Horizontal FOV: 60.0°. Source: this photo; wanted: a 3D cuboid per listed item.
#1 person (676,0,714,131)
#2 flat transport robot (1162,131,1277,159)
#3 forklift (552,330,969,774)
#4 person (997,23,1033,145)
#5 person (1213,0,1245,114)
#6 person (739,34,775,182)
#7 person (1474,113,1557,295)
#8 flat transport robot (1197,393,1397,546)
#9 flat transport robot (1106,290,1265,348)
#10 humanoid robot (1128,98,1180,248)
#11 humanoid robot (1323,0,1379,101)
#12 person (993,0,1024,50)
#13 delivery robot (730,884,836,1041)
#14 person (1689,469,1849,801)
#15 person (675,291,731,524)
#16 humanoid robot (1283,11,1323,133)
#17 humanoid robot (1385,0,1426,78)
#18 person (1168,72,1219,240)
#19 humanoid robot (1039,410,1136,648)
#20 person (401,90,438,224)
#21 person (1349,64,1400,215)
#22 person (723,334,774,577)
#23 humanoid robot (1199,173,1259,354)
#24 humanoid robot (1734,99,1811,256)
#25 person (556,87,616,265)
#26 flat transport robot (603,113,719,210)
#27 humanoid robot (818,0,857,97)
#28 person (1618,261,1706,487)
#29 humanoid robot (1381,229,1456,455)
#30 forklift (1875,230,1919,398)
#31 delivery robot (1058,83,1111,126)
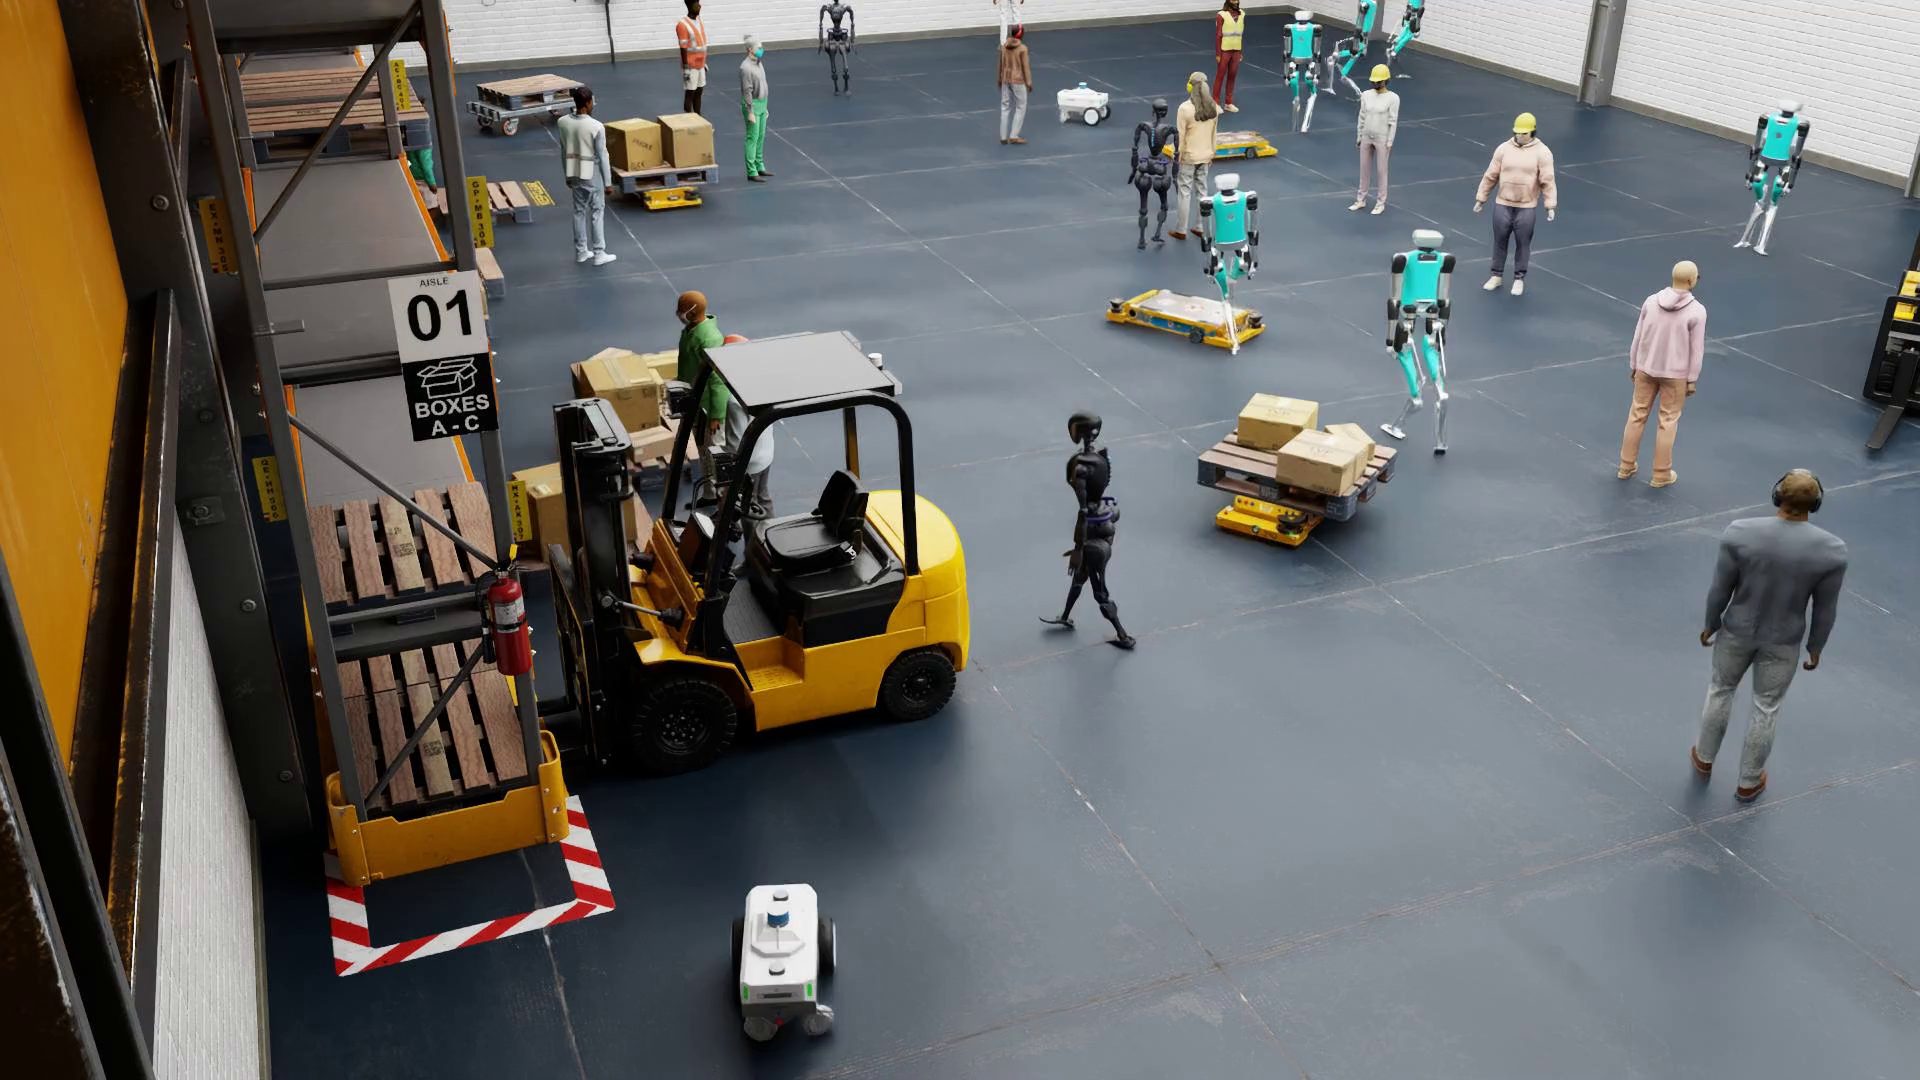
[{"bbox_3d":[-3.742,-6.720,23.466,0.374,1.966,0.605,10,28,19],"label":"person"},{"bbox_3d":[3.528,-5.347,22.622,1.431,0.231,0.659,-8,28,-16],"label":"flat transport robot"},{"bbox_3d":[-1.094,0.010,9.831,2.313,2.155,1.214,-10,28,-20],"label":"forklift"},{"bbox_3d":[0.731,-6.281,22.952,0.534,1.633,0.331,18,32,32],"label":"person"},{"bbox_3d":[3.997,-7.268,24.774,0.478,1.767,0.363,-13,29,-24],"label":"person"},{"bbox_3d":[-2.602,-5.513,21.213,0.340,1.835,0.510,7,28,14],"label":"person"},{"bbox_3d":[5.736,-3.476,17.140,0.819,1.855,0.435,15,30,27],"label":"person"},{"bbox_3d":[2.559,-0.368,12.719,0.659,0.231,1.431,17,31,30],"label":"flat transport robot"},{"bbox_3d":[2.213,-2.193,16.350,1.431,0.231,0.659,20,33,34],"label":"flat transport robot"},{"bbox_3d":[2.152,-4.092,18.561,0.602,1.653,0.325,13,29,23],"label":"humanoid robot"},{"bbox_3d":[5.896,-7.566,25.469,1.029,1.765,0.536,15,31,28],"label":"humanoid robot"},{"bbox_3d":[0.862,-9.563,29.214,0.573,1.882,0.361,-4,27,-7],"label":"person"},{"bbox_3d":[-0.827,1.947,7.809,0.524,0.606,0.777,-2,27,-3],"label":"delivery robot"},{"bbox_3d":[4.424,0.508,9.152,0.641,1.921,0.539,12,29,23],"label":"person"},{"bbox_3d":[-1.880,-0.985,12.264,0.383,1.780,0.548,-14,30,-25],"label":"person"},{"bbox_3d":[4.839,-6.544,23.498,0.549,1.885,0.782,9,28,17],"label":"humanoid robot"},{"bbox_3d":[7.147,-8.288,26.969,0.735,1.884,0.573,-4,27,-9],"label":"humanoid robot"},{"bbox_3d":[2.666,-4.342,18.855,0.563,1.868,0.398,-14,30,-25],"label":"person"},{"bbox_3d":[0.830,-0.063,10.588,0.666,1.634,0.586,7,27,13],"label":"humanoid robot"},{"bbox_3d":[-5.882,-3.940,18.078,0.395,1.842,0.505,-19,32,-32],"label":"person"},{"bbox_3d":[4.946,-4.775,19.830,0.513,1.759,0.332,24,35,39],"label":"person"},{"bbox_3d":[-1.476,-0.585,11.515,0.351,1.738,0.572,7,28,14],"label":"person"},{"bbox_3d":[2.499,-2.669,15.693,0.602,1.757,0.975,2,27,3],"label":"humanoid robot"},{"bbox_3d":[8.988,-3.999,18.316,0.579,1.783,0.824,21,33,35],"label":"humanoid robot"},{"bbox_3d":[-4.033,-3.920,17.966,0.598,1.909,0.400,11,29,21],"label":"person"},{"bbox_3d":[-3.730,-4.400,20.740,0.659,0.231,1.431,-11,29,-21],"label":"flat transport robot"},{"bbox_3d":[-1.903,-7.733,25.803,0.613,1.644,0.430,0,27,1],"label":"humanoid robot"},{"bbox_3d":[5.422,-1.277,12.841,0.529,1.781,0.403,22,34,37],"label":"person"},{"bbox_3d":[3.784,-1.515,13.420,0.558,1.801,0.935,-4,27,-8],"label":"humanoid robot"},{"bbox_3d":[9.029,-2.397,14.618,1.214,2.155,2.313,18,32,32],"label":"forklift"},{"bbox_3d":[1.814,-6.382,24.361,0.764,0.592,0.527,11,29,21],"label":"delivery robot"}]
